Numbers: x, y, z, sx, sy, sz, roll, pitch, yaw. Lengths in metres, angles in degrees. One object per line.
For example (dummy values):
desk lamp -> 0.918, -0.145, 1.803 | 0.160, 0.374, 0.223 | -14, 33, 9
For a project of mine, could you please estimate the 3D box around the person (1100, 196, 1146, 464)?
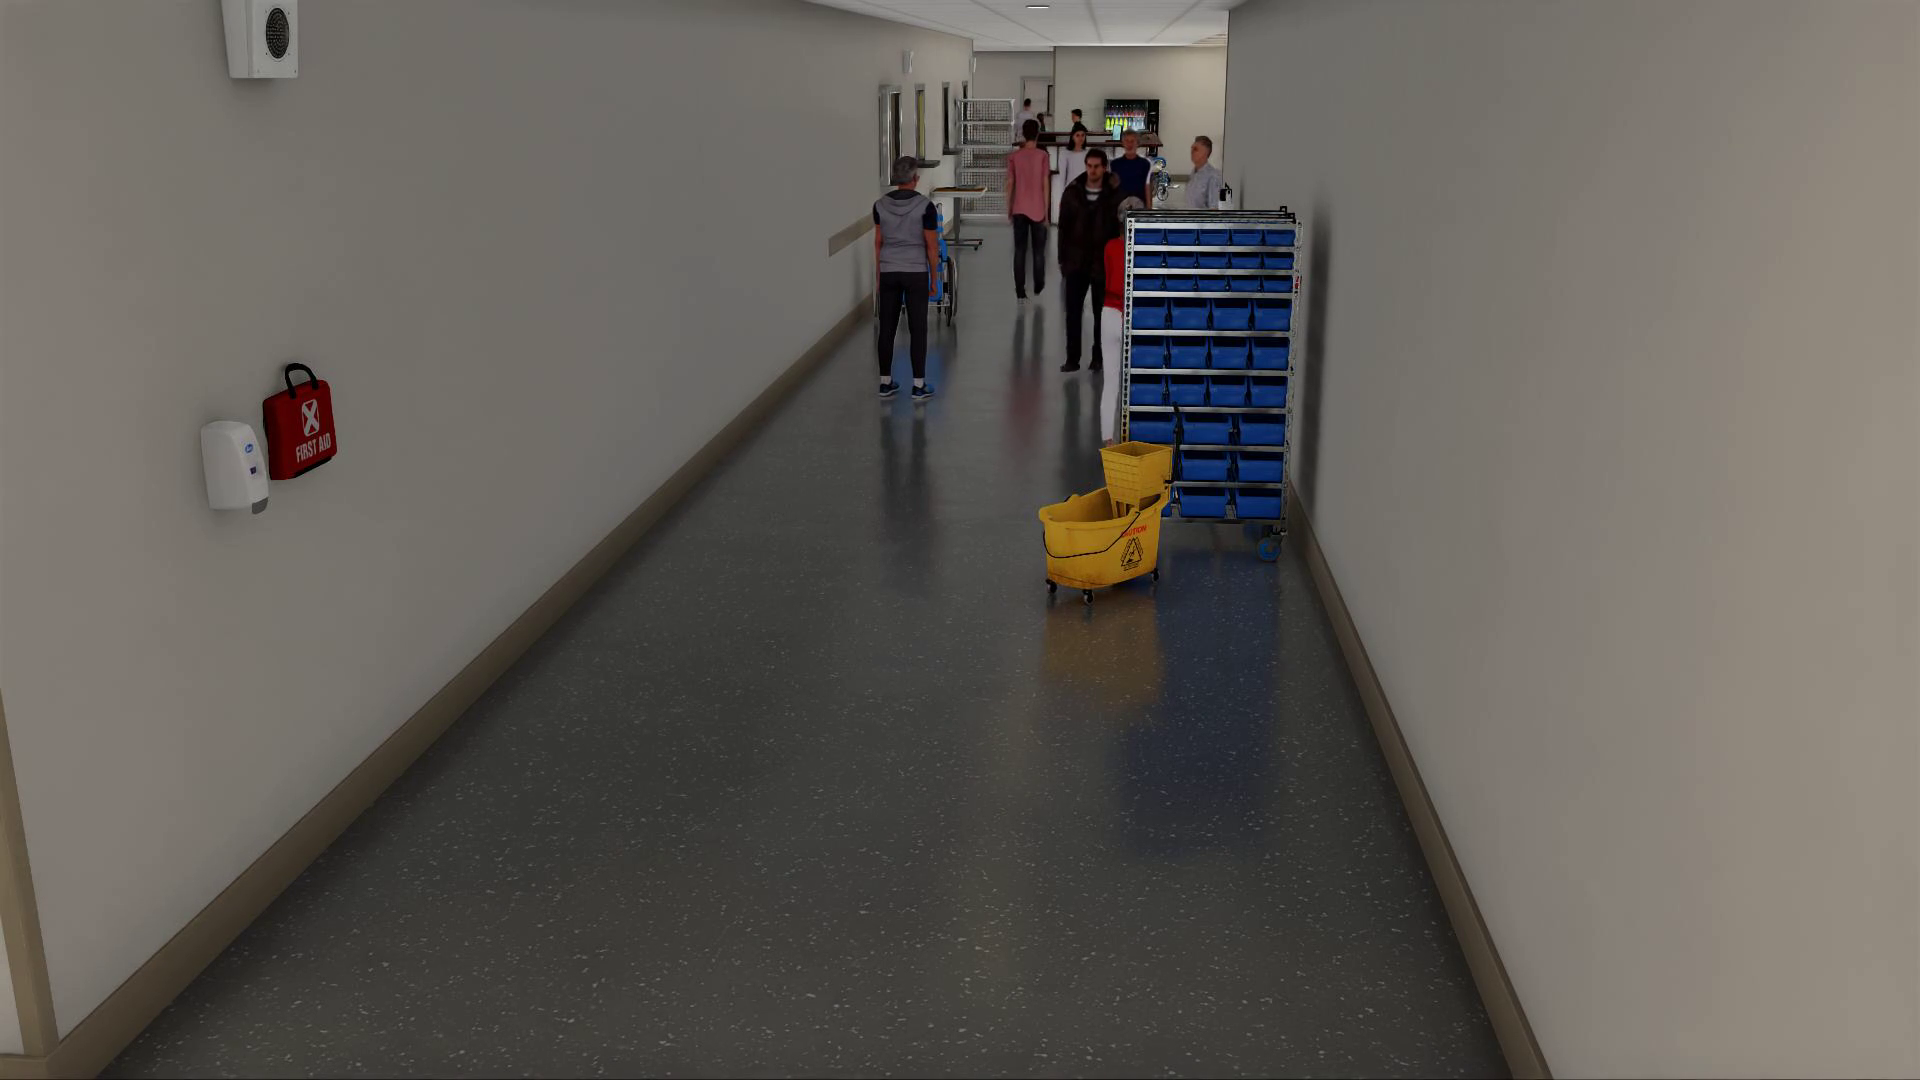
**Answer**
person -> 1.015, -1.297, 10.518 | 0.940, 1.665, 0.854 | 8, 18, 26

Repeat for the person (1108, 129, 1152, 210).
person -> 1.905, -3.712, 18.852 | 1.118, 1.789, 0.760 | 2, 16, 9

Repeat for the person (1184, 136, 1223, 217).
person -> 2.551, -3.198, 17.048 | 1.292, 1.780, 1.137 | -10, 18, -31

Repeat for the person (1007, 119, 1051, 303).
person -> 0.715, -3.452, 17.716 | 1.237, 1.905, 0.817 | 3, 16, 11

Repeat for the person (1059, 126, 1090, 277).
person -> 1.432, -4.142, 20.344 | 0.581, 1.807, 0.734 | -5, 16, -17

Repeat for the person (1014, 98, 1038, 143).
person -> 1.542, -9.359, 38.840 | 0.865, 1.812, 0.828 | -1, 16, -4

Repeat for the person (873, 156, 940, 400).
person -> -0.435, -2.014, 12.764 | 0.579, 1.826, 0.781 | 5, 16, 17

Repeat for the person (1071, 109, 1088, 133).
person -> 2.436, -7.701, 33.202 | 1.173, 1.681, 0.923 | -5, 16, -17

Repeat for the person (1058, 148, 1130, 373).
person -> 1.113, -2.302, 13.791 | 0.866, 1.823, 0.917 | 4, 16, 15

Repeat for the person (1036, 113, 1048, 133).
person -> 1.824, -8.612, 36.735 | 1.059, 1.517, 1.021 | -9, 18, -29
